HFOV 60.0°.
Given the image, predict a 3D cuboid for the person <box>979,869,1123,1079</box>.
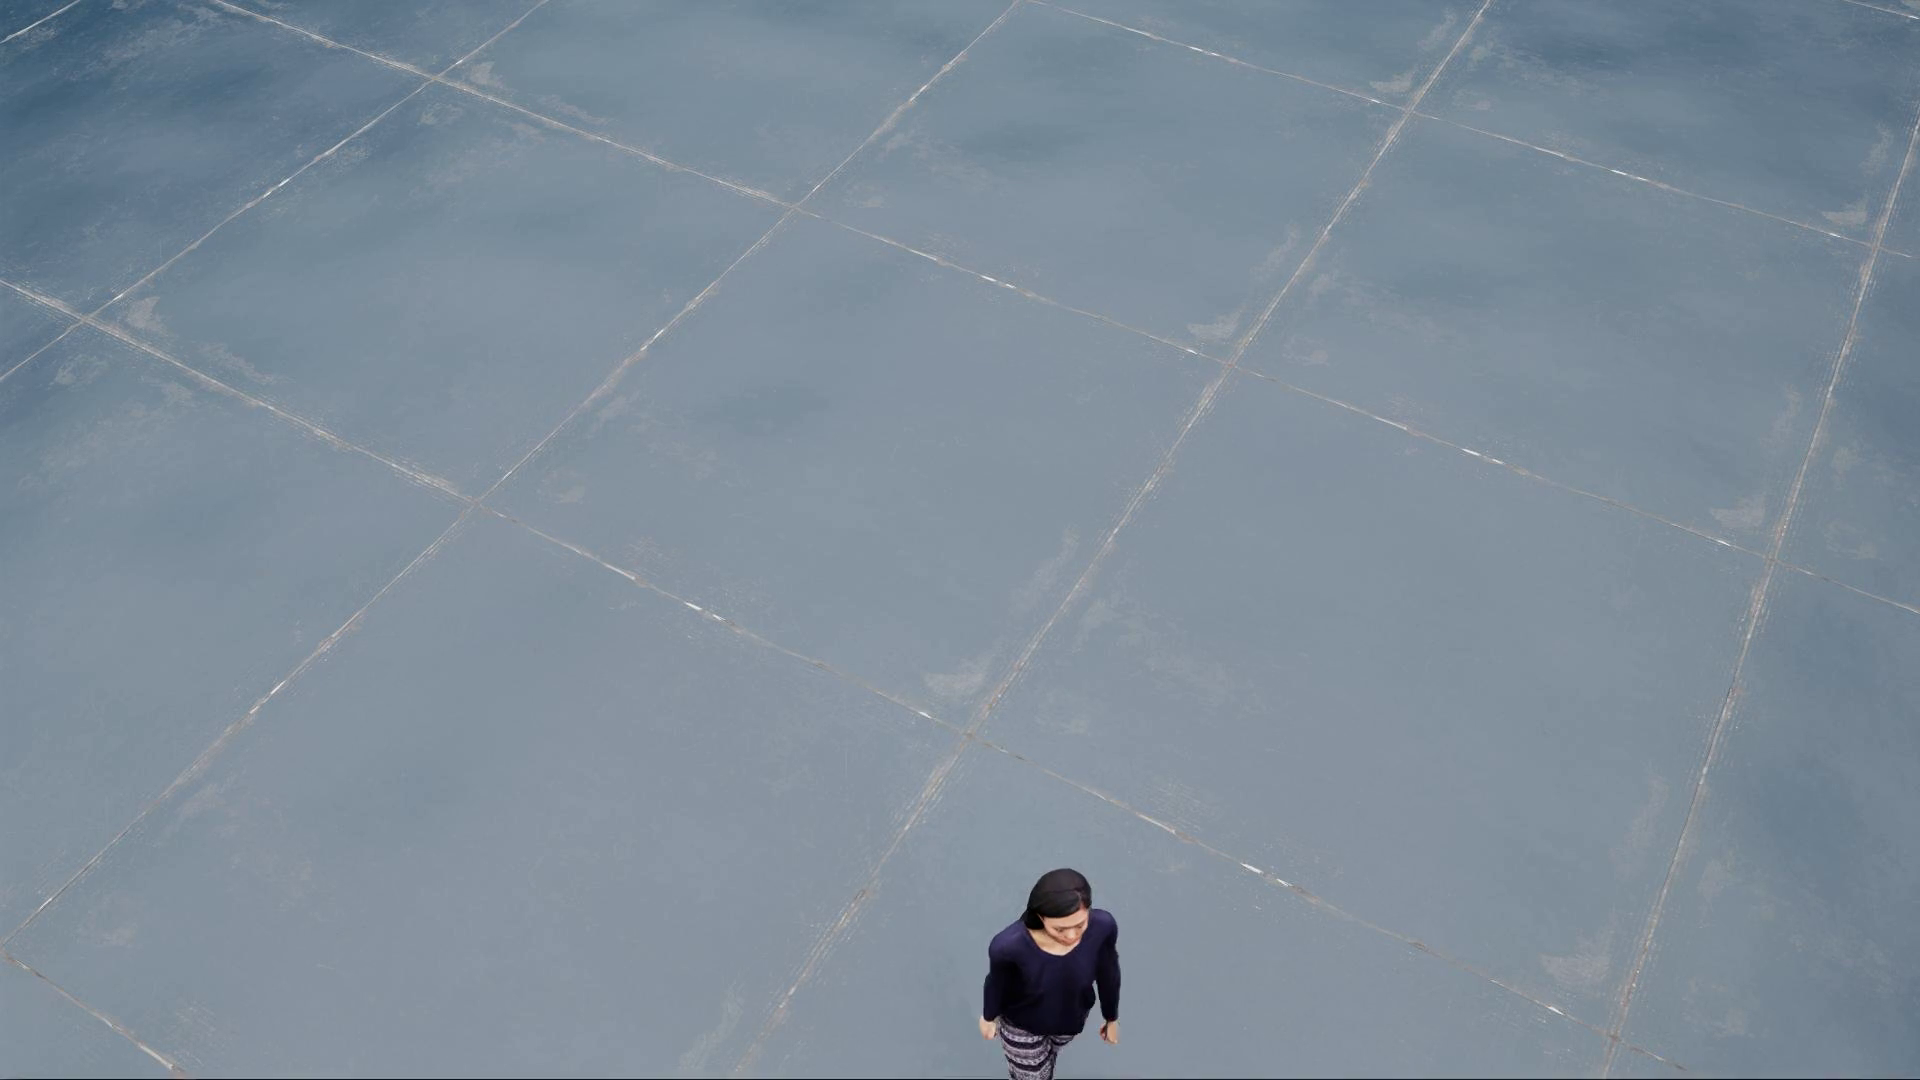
[{"bbox_3d":[0.281,1.589,5.926,0.801,1.721,0.859,-13,49,-12],"label":"person"}]
